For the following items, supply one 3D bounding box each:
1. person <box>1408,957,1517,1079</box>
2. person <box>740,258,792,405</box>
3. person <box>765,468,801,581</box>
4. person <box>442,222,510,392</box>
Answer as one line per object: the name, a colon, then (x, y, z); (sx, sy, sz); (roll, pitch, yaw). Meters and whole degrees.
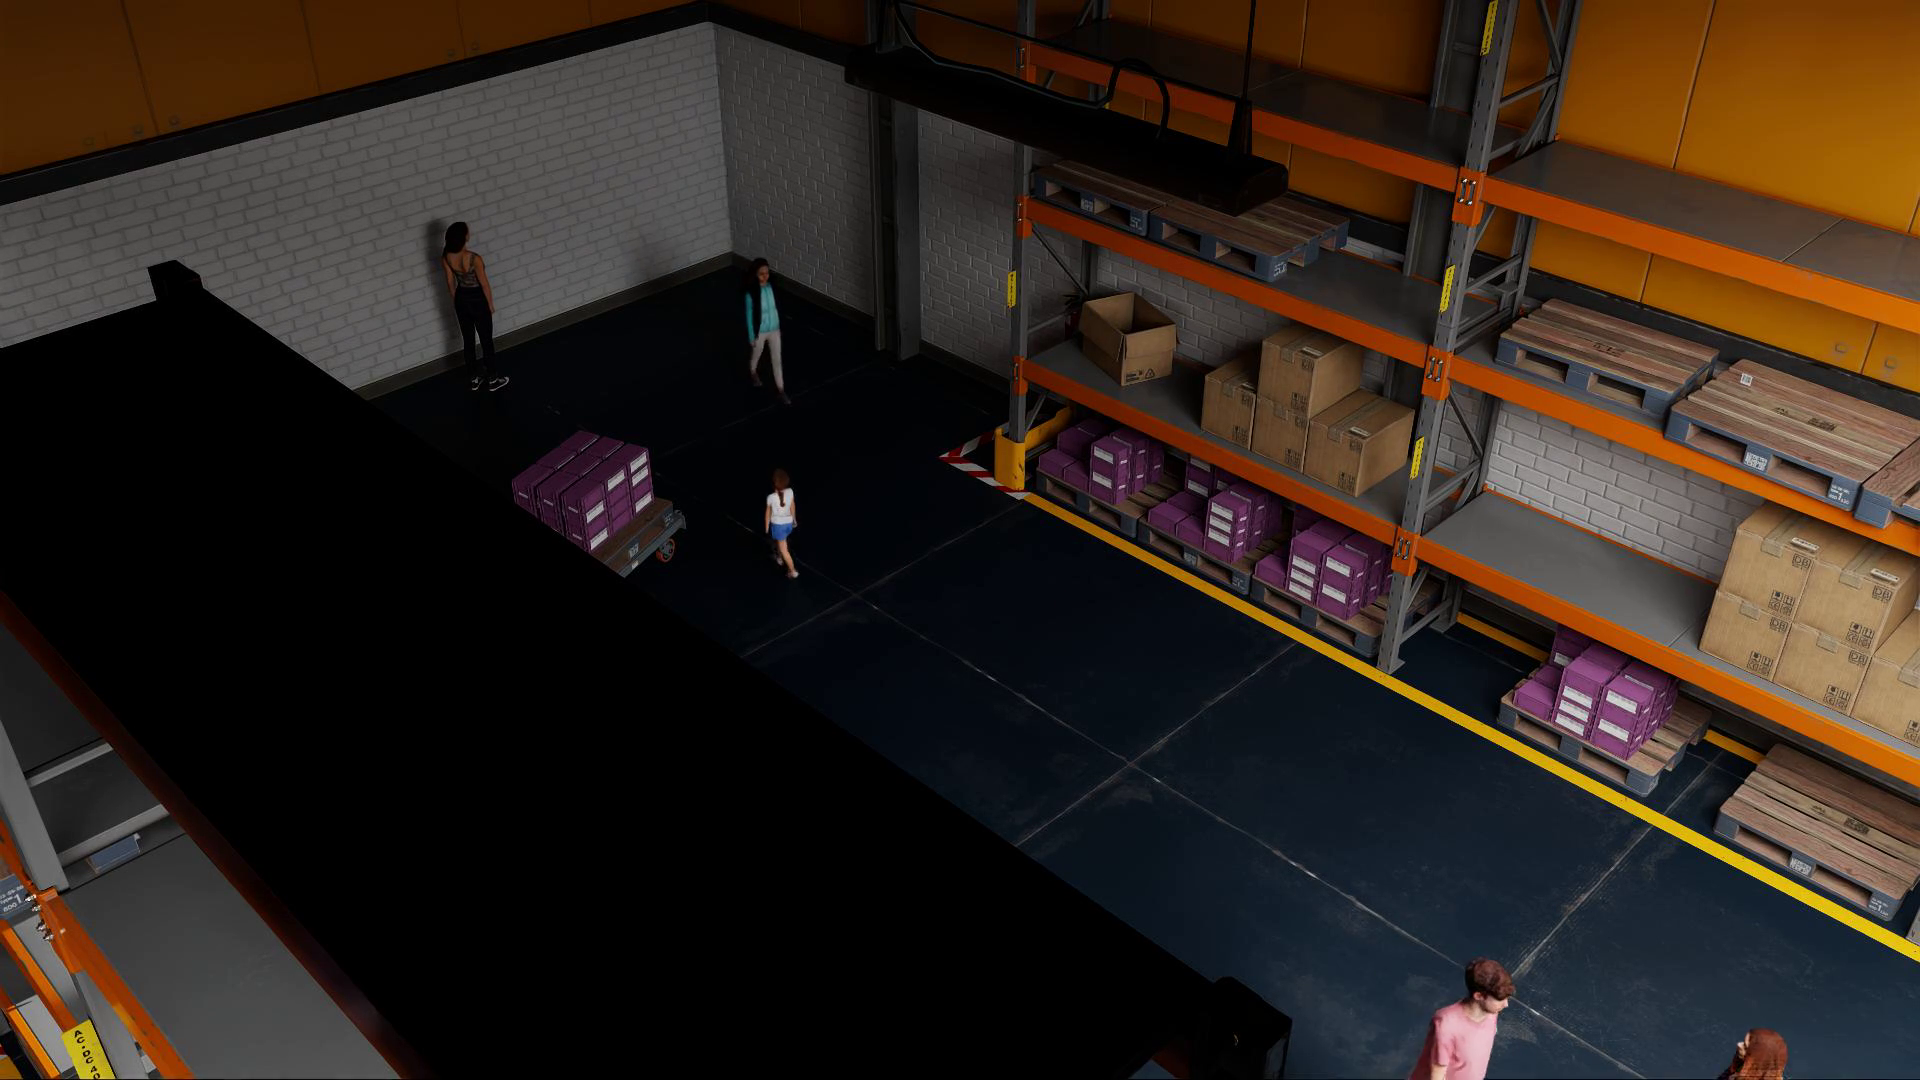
person: (2.422, 2.819, 8.604); (0.740, 1.941, 0.888); (-19, 38, -26)
person: (-1.973, -2.109, 16.447); (0.697, 1.466, 1.029); (-21, 39, -28)
person: (-1.476, -0.131, 13.886); (0.493, 1.006, 0.740); (-22, 39, -29)
person: (-4.834, -2.314, 16.481); (0.637, 1.770, 0.750); (8, 34, 12)
